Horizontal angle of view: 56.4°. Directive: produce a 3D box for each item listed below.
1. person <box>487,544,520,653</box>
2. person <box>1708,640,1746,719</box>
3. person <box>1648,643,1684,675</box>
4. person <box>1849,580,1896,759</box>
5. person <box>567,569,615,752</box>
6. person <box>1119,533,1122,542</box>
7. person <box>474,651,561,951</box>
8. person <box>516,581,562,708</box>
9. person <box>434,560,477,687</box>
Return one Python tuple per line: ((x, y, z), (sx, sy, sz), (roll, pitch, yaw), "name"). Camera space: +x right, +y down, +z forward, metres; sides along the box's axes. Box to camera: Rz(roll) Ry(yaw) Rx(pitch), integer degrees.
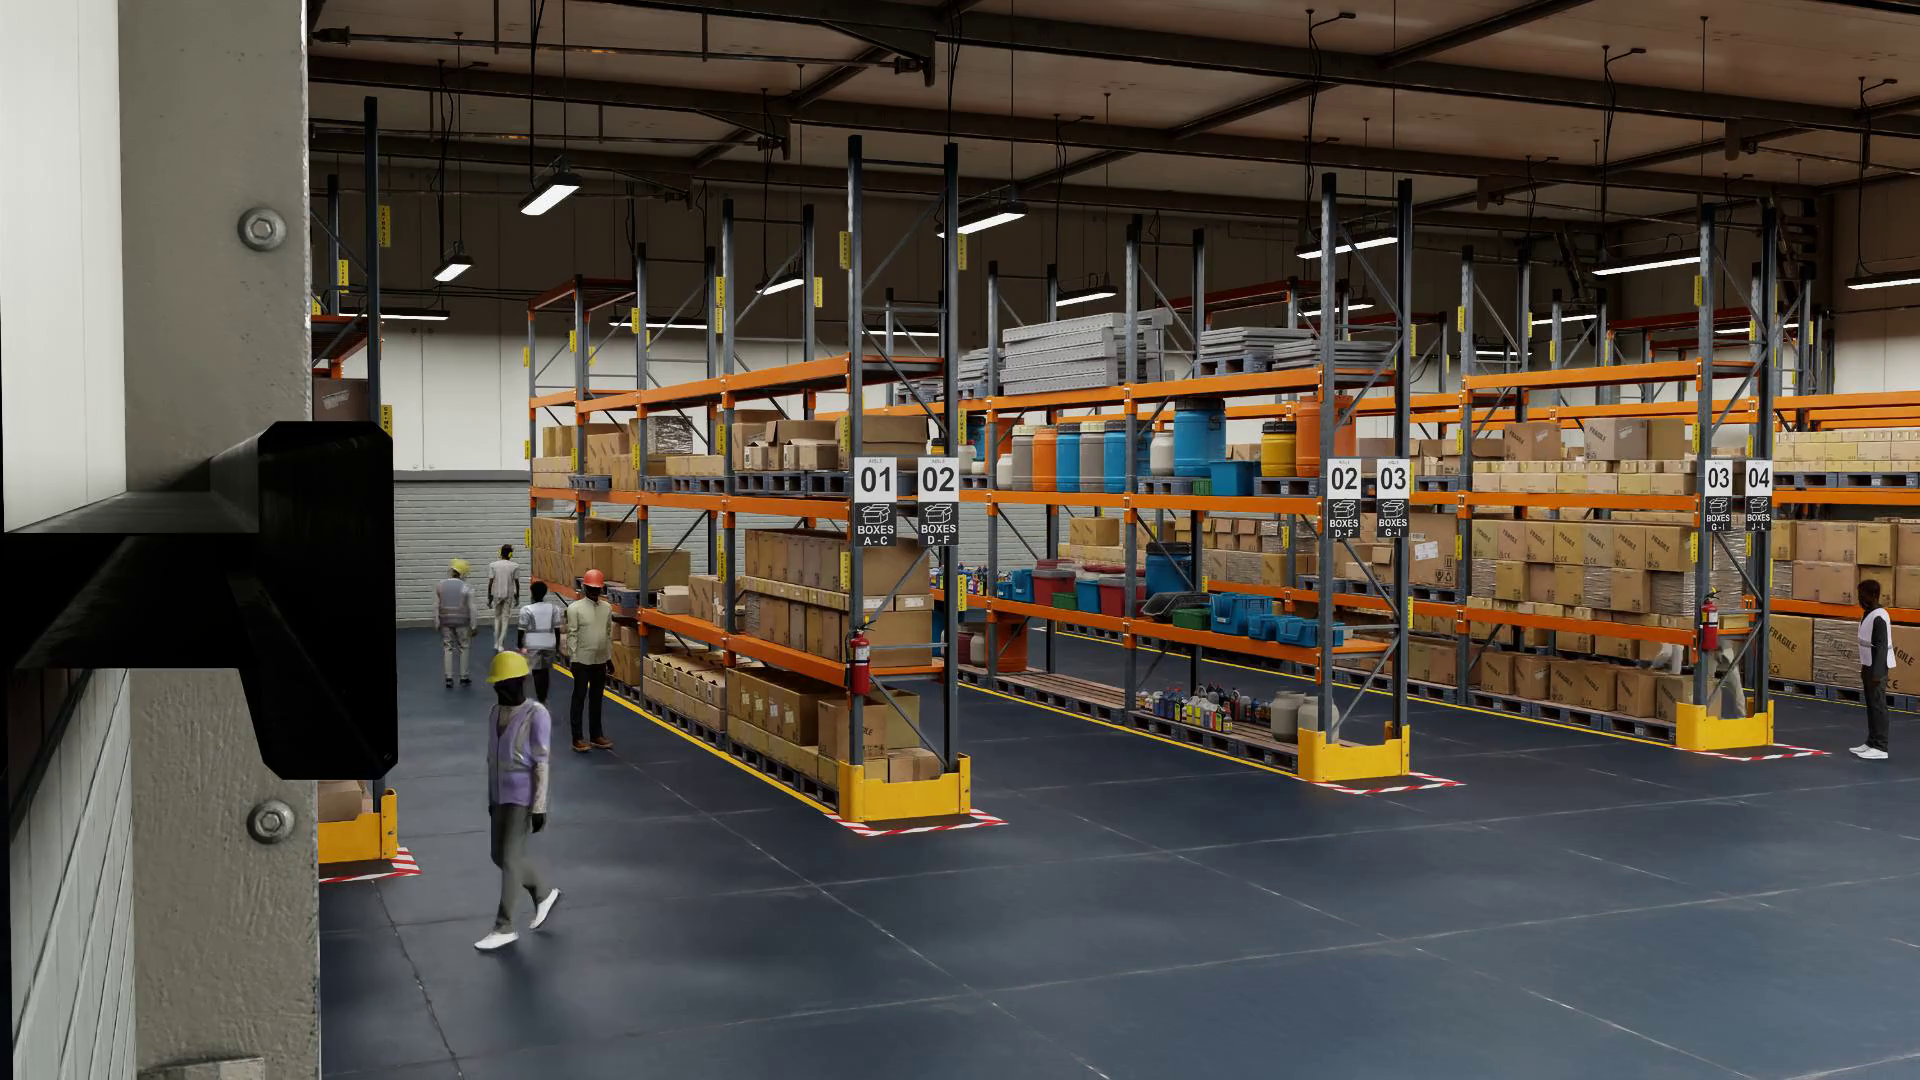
((-7.771, 0.987, 30.554), (0.516, 1.831, 0.789), (0, 2, -6), "person")
((9.255, 1.328, 21.621), (0.504, 1.823, 0.957), (-1, 2, -22), "person")
((9.828, 1.184, 24.785), (0.607, 1.871, 0.549), (-1, 2, -23), "person")
((9.823, 1.379, 19.242), (0.398, 1.913, 0.588), (1, 2, 17), "person")
((-4.066, 1.319, 19.798), (0.392, 1.990, 0.612), (2, 3, 39), "person")
((3.132, 0.748, 36.001), (0.936, 1.883, 0.612), (-1, 2, -17), "person")
((-2.897, 1.669, 11.740), (0.598, 1.909, 0.735), (2, 3, 40), "person")
((-5.371, 1.357, 22.732), (0.553, 1.668, 0.674), (-2, 3, -35), "person")
((-7.190, 1.203, 25.577), (0.623, 1.809, 0.406), (0, 2, 2), "person")
